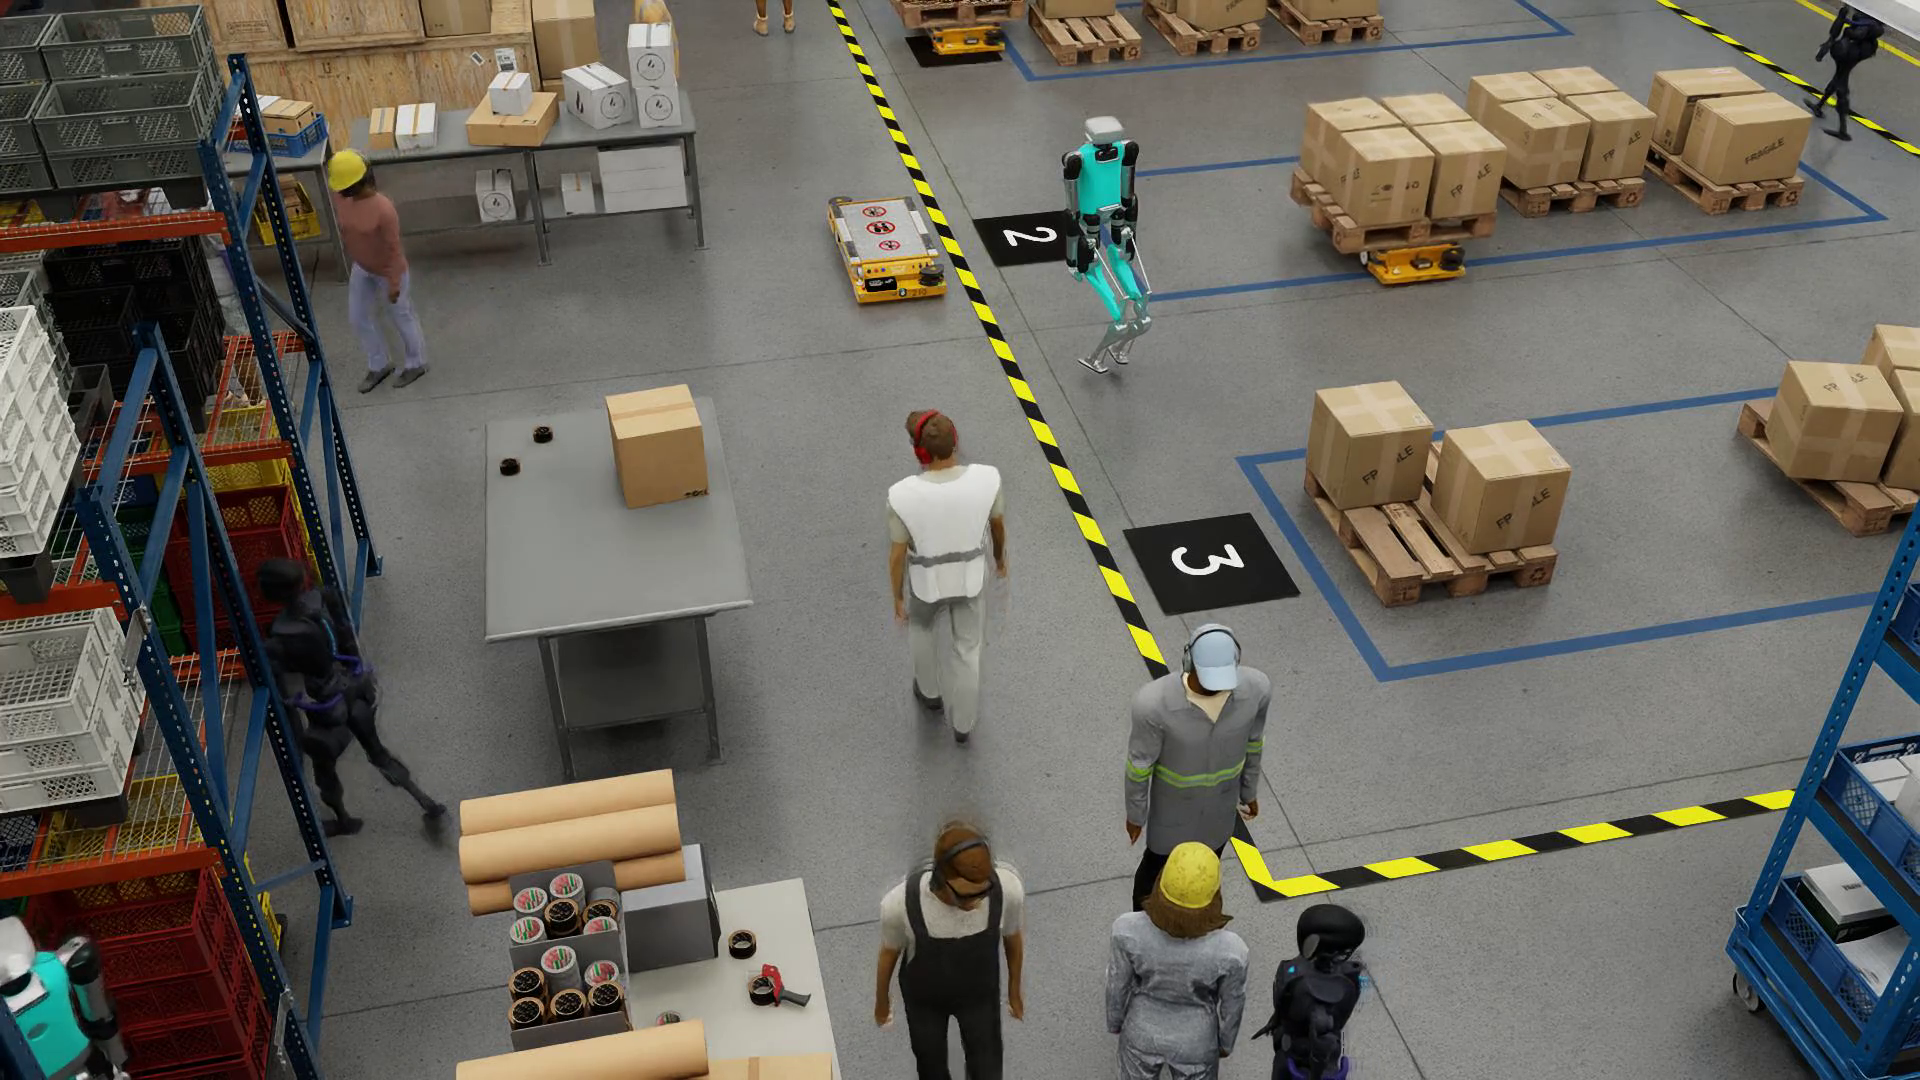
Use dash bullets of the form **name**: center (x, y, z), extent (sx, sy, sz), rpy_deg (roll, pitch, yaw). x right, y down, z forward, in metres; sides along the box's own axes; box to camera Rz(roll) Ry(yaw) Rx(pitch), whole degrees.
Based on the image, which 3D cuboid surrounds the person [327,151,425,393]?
- **person**: center (-3.742, -1.696, 10.606), extent (0.564, 1.723, 0.575), rpy_deg (16, 39, 20)

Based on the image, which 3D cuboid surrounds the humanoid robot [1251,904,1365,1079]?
- **humanoid robot**: center (1.158, 1.861, 5.862), extent (0.386, 1.651, 0.597), rpy_deg (4, 37, 5)

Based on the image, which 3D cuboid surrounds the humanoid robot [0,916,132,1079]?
- **humanoid robot**: center (-3.286, 1.849, 5.833), extent (0.882, 1.764, 0.588), rpy_deg (27, 44, 31)

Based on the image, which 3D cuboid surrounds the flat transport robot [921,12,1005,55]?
- **flat transport robot**: center (-0.038, -5.155, 16.459), extent (0.652, 0.197, 1.431), rpy_deg (-8, 37, -10)

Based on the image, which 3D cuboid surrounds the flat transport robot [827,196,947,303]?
- **flat transport robot**: center (-0.570, -2.220, 12.538), extent (0.659, 0.231, 1.431), rpy_deg (-8, 37, -10)

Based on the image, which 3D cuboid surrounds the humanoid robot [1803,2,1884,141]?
- **humanoid robot**: center (7.587, -4.298, 14.176), extent (0.611, 1.626, 0.715), rpy_deg (-15, 39, -19)

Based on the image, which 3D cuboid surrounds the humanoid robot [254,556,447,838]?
- **humanoid robot**: center (-2.749, 0.740, 7.401), extent (0.653, 1.638, 0.610), rpy_deg (8, 37, 10)

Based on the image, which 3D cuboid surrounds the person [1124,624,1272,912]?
- **person**: center (0.961, 1.069, 6.790), extent (0.599, 1.850, 0.386), rpy_deg (-9, 38, -12)

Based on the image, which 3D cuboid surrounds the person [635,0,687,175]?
- **person**: center (-2.330, -3.697, 13.126), extent (0.373, 1.934, 0.550), rpy_deg (-10, 38, -13)

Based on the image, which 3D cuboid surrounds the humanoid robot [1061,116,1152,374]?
- **humanoid robot**: center (1.002, -1.818, 10.655), extent (0.533, 1.677, 0.735), rpy_deg (-17, 40, -22)

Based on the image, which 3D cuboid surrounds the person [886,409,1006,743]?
- **person**: center (-0.058, 0.146, 8.057), extent (0.622, 1.814, 0.645), rpy_deg (-7, 37, -9)

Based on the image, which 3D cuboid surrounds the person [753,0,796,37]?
- **person**: center (-1.877, -5.888, 15.988), extent (0.607, 2.036, 0.399), rpy_deg (-9, 38, -12)

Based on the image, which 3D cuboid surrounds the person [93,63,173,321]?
- **person**: center (-5.717, -2.382, 11.381), extent (0.457, 1.914, 0.602), rpy_deg (8, 37, 10)

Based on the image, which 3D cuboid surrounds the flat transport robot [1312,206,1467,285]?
- **flat transport robot**: center (3.266, -2.393, 12.746), extent (0.652, 0.197, 1.431), rpy_deg (-8, 37, -10)

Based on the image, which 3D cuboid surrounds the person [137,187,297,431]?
- **person**: center (-4.604, -1.611, 10.234), extent (0.606, 2.044, 0.368), rpy_deg (13, 39, 17)

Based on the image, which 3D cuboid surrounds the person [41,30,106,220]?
- **person**: center (-6.352, -2.961, 12.256), extent (0.952, 1.793, 0.642), rpy_deg (-17, 40, -22)

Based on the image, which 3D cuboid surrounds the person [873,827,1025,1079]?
- **person**: center (-0.045, 1.632, 6.059), extent (0.547, 1.820, 0.486), rpy_deg (-2, 37, -3)

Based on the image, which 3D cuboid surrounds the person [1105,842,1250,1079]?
- **person**: center (0.761, 1.736, 5.983), extent (0.489, 1.742, 0.321), rpy_deg (9, 38, 12)
